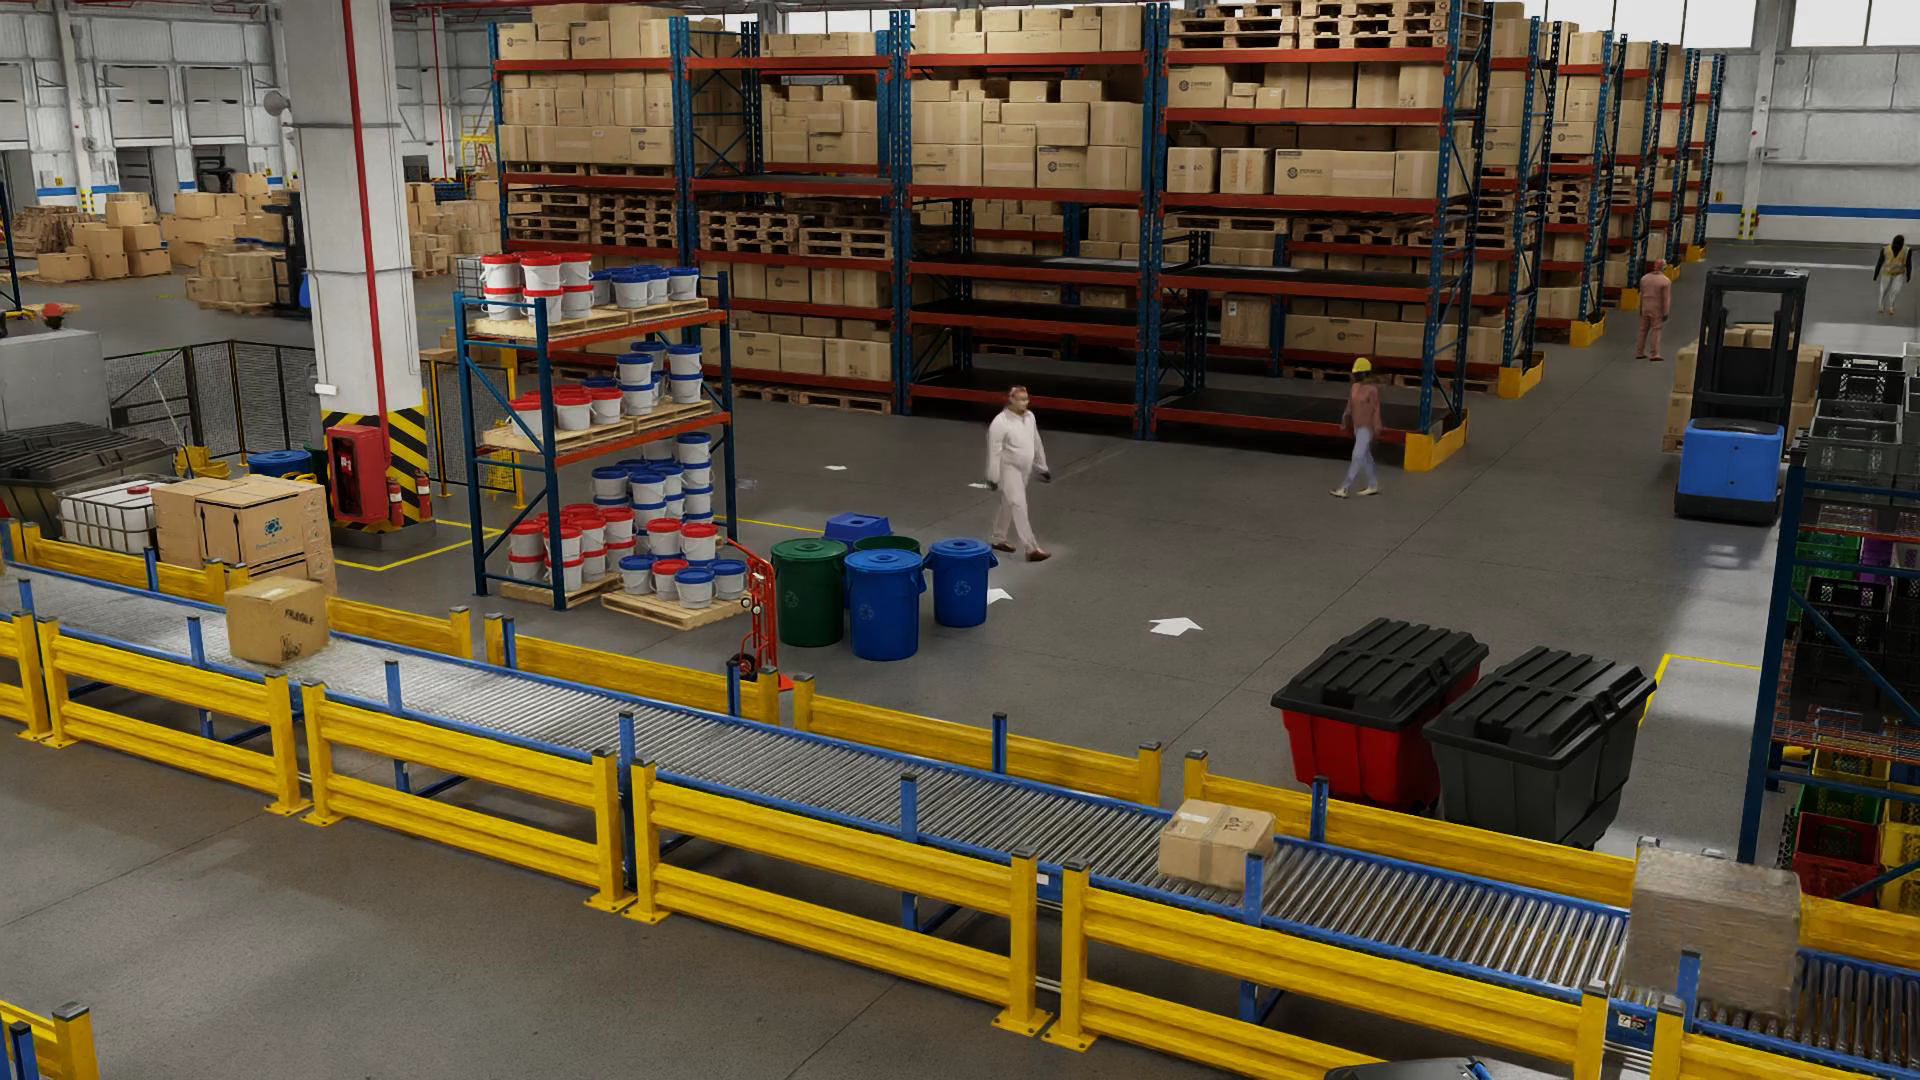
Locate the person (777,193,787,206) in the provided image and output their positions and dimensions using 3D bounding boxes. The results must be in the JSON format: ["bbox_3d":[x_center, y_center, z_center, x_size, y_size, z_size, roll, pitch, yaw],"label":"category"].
[{"bbox_3d":[-5.766,-10.459,54.320,0.552,1.881,0.997,3,15,11],"label":"person"}]

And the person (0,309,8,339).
[{"bbox_3d":[-15.385,-3.067,26.515,0.597,1.899,0.559,1,15,3],"label":"person"}]

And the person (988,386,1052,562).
[{"bbox_3d":[0.670,-0.709,17.720,0.963,1.861,0.655,11,18,36],"label":"person"}]

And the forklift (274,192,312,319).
[{"bbox_3d":[-14.248,-6.325,36.878,1.873,2.768,1.129,8,17,28],"label":"forklift"}]

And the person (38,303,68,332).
[{"bbox_3d":[-12.667,-2.329,23.472,0.428,2.031,0.629,-12,19,-39],"label":"person"}]

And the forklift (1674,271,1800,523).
[{"bbox_3d":[9.269,-1.763,19.726,1.129,2.768,1.873,8,17,27],"label":"forklift"}]

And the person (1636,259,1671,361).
[{"bbox_3d":[13.030,-4.306,31.176,0.399,1.900,0.645,-9,17,-30],"label":"person"}]

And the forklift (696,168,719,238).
[{"bbox_3d":[-7.573,-9.644,49.356,1.129,2.768,1.873,8,17,28],"label":"forklift"}]

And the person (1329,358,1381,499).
[{"bbox_3d":[4.844,-1.365,20.417,0.848,1.725,0.554,-5,16,-18],"label":"person"}]

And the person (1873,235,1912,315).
[{"bbox_3d":[21.219,-6.031,37.848,0.730,1.787,0.886,8,17,28],"label":"person"}]

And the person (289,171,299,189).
[{"bbox_3d":[-27.131,-14.130,68.046,0.596,1.927,0.372,-13,20,-41],"label":"person"}]

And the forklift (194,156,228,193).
[{"bbox_3d":[-26.295,-12.105,58.608,1.129,2.768,1.873,-11,18,-35],"label":"forklift"}]
